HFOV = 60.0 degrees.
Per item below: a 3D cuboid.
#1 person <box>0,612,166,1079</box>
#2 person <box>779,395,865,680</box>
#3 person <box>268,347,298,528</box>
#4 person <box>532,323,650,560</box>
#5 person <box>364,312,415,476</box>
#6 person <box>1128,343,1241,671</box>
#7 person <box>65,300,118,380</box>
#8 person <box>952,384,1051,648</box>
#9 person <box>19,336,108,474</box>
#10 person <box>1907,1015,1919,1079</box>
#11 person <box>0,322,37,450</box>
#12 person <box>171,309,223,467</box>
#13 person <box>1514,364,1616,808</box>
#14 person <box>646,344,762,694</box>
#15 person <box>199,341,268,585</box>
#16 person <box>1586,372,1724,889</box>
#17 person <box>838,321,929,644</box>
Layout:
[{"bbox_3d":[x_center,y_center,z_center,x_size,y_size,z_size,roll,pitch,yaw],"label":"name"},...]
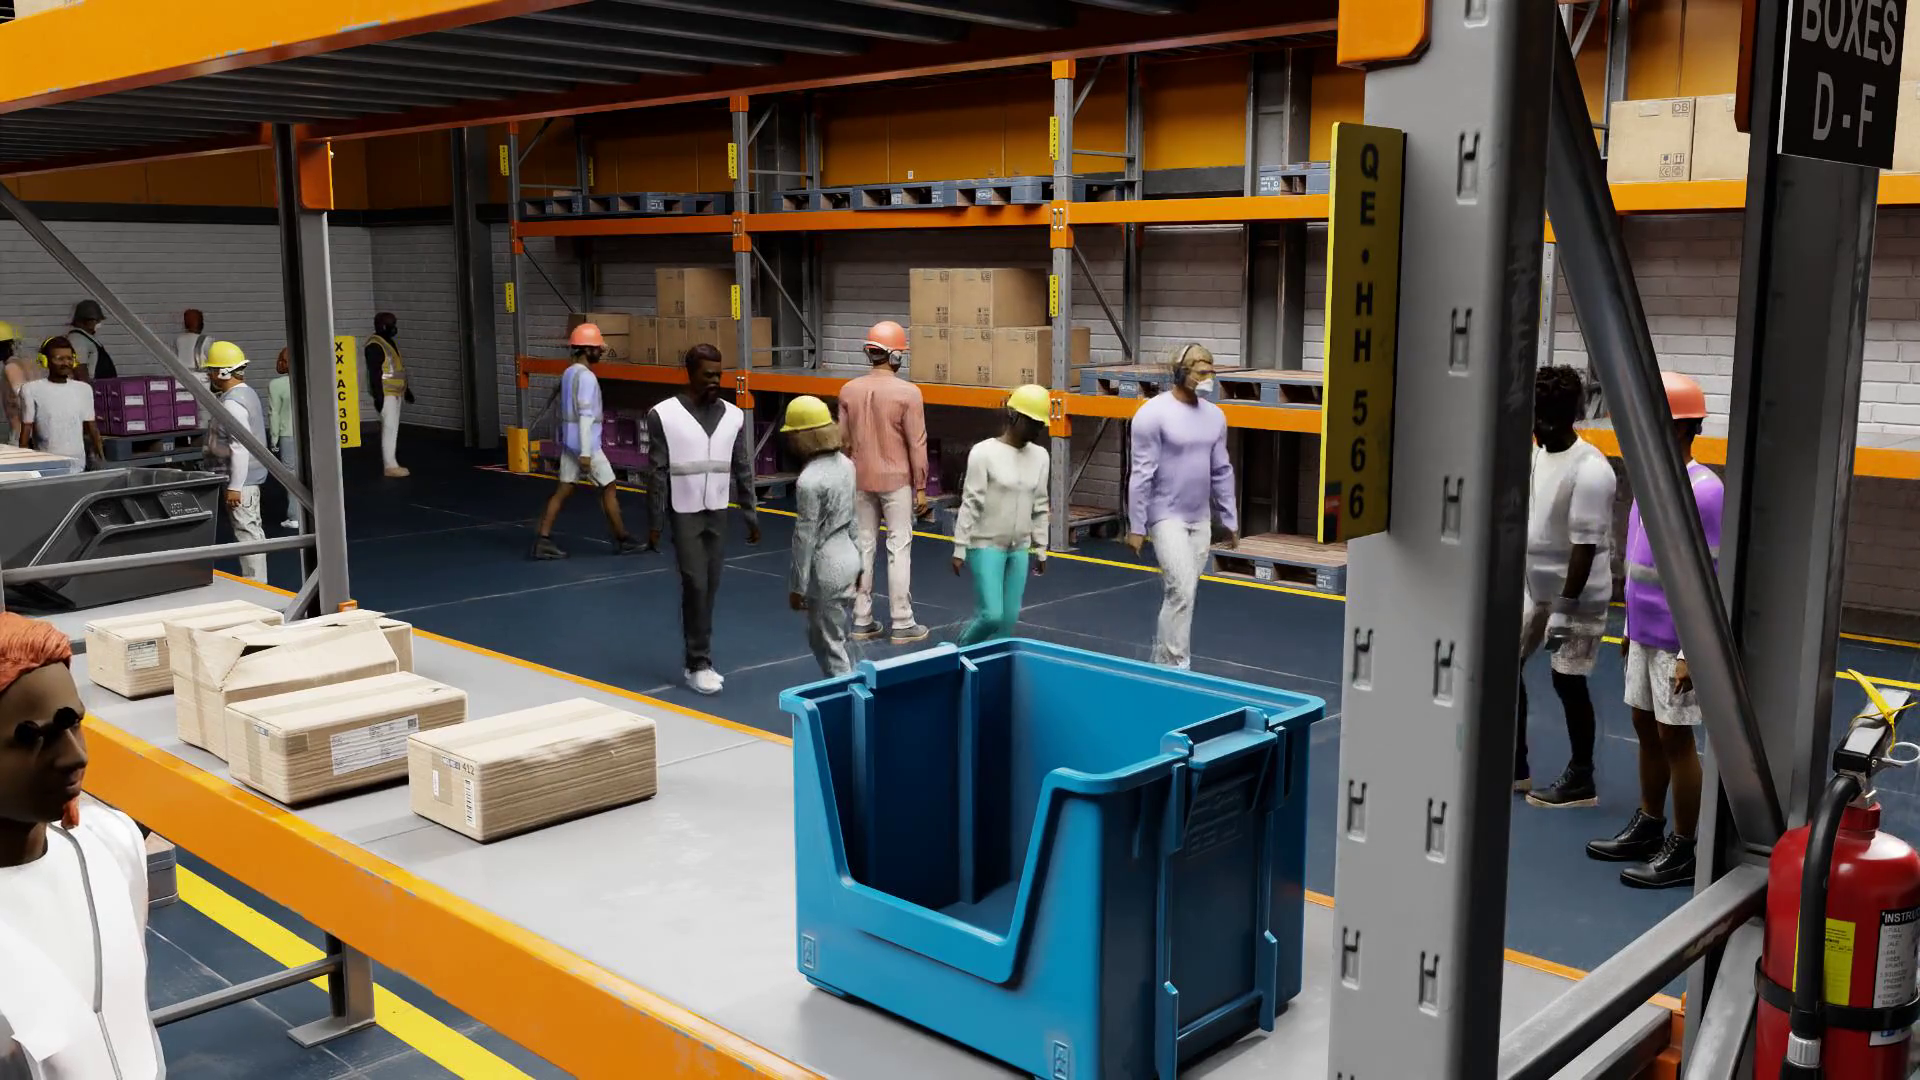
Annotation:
[{"bbox_3d":[-1.232,1.021,2.237,0.355,1.883,0.574,1,9,5],"label":"person"},{"bbox_3d":[-0.642,0.170,7.924,0.424,1.715,0.508,3,10,20],"label":"person"},{"bbox_3d":[-5.950,-0.920,14.927,0.279,1.624,0.494,7,12,38],"label":"person"},{"bbox_3d":[-3.000,-0.779,13.272,0.985,1.889,0.562,-6,11,-33],"label":"person"},{"bbox_3d":[-6.414,-1.636,18.661,0.432,1.840,0.638,0,9,-2],"label":"person"},{"bbox_3d":[1.261,-0.067,8.762,0.661,1.923,0.672,-8,12,-40],"label":"person"},{"bbox_3d":[-9.561,-1.635,18.035,0.934,2.000,0.684,-4,10,-21],"label":"person"},{"bbox_3d":[0.220,0.059,8.588,0.594,1.725,0.452,-7,12,-37],"label":"person"},{"bbox_3d":[-6.180,-0.486,11.583,0.809,1.842,0.567,6,11,31],"label":"person"},{"bbox_3d":[2.458,0.794,3.829,0.971,1.823,0.540,4,10,23],"label":"person"},{"bbox_3d":[-8.394,-1.054,15.069,1.054,1.862,0.600,-3,10,-20],"label":"person"},{"bbox_3d":[-8.840,-1.726,19.163,0.586,1.863,0.746,4,10,21],"label":"person"},{"bbox_3d":[2.478,0.217,7.041,0.648,1.923,0.653,-2,9,-10],"label":"person"},{"bbox_3d":[-1.353,-0.117,9.132,0.629,1.901,0.673,-9,13,-43],"label":"person"},{"bbox_3d":[-4.887,-0.421,11.232,0.403,1.830,0.601,-3,10,-16],"label":"person"},{"bbox_3d":[2.620,0.340,6.247,0.373,1.934,0.551,0,9,-2],"label":"person"},{"bbox_3d":[-0.464,-0.357,10.339,0.623,1.992,0.397,5,11,28],"label":"person"}]
